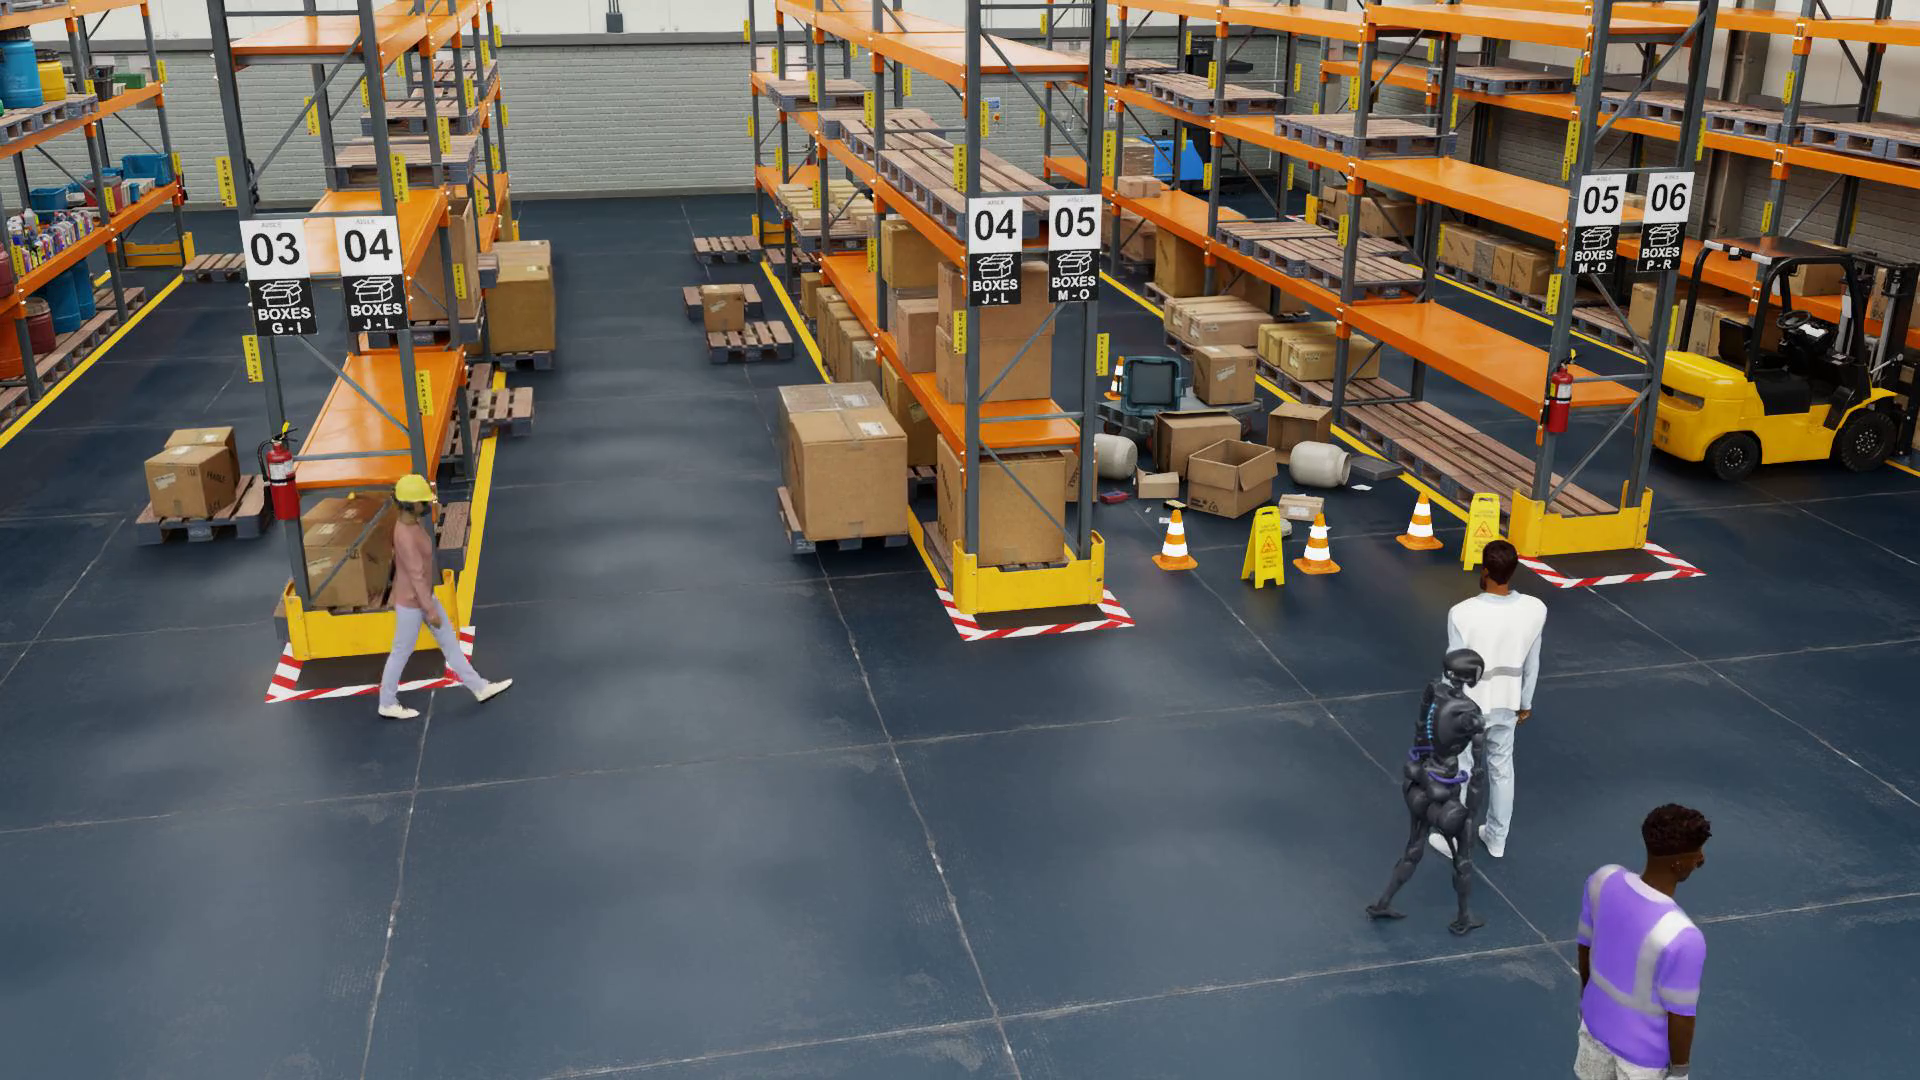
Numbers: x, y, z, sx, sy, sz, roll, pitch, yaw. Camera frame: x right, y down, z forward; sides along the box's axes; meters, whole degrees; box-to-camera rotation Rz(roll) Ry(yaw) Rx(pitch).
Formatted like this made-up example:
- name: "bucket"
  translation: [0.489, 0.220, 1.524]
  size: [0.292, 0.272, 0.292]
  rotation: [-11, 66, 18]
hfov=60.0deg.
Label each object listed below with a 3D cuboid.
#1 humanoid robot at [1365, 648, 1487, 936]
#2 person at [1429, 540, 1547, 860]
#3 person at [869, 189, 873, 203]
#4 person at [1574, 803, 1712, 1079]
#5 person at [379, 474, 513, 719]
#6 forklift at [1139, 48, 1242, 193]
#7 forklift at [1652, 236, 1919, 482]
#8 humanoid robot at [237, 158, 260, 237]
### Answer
- name: "humanoid robot"
  translation: [2.523, 1.300, 8.724]
  size: [0.603, 1.647, 0.603]
  rotation: [-7, 21, -18]
- name: "person"
  translation: [2.963, 0.921, 9.356]
  size: [0.596, 1.916, 0.372]
  rotation: [-5, 21, -14]
- name: "person"
  translation: [-1.363, -6.936, 30.874]
  size: [0.823, 1.658, 0.550]
  rotation: [-3, 21, -7]
- name: "person"
  translation: [2.670, 1.928, 6.577]
  size: [0.364, 1.961, 0.611]
  rotation: [-6, 21, -16]
- name: "person"
  translation: [-3.530, 0.385, 11.074]
  size: [0.913, 1.713, 0.550]
  rotation: [-4, 21, -10]
- name: "forklift"
  translation: [4.566, -8.313, 32.860]
  size: [1.873, 2.768, 1.129]
  rotation: [-4, 21, -12]
- name: "forklift"
  translation: [8.013, -1.814, 16.330]
  size: [2.313, 2.155, 1.214]
  rotation: [-4, 21, -12]
- name: "humanoid robot"
  translation: [-12.025, -5.846, 27.999]
  size: [0.786, 1.629, 0.583]
  rotation: [7, 22, 19]
